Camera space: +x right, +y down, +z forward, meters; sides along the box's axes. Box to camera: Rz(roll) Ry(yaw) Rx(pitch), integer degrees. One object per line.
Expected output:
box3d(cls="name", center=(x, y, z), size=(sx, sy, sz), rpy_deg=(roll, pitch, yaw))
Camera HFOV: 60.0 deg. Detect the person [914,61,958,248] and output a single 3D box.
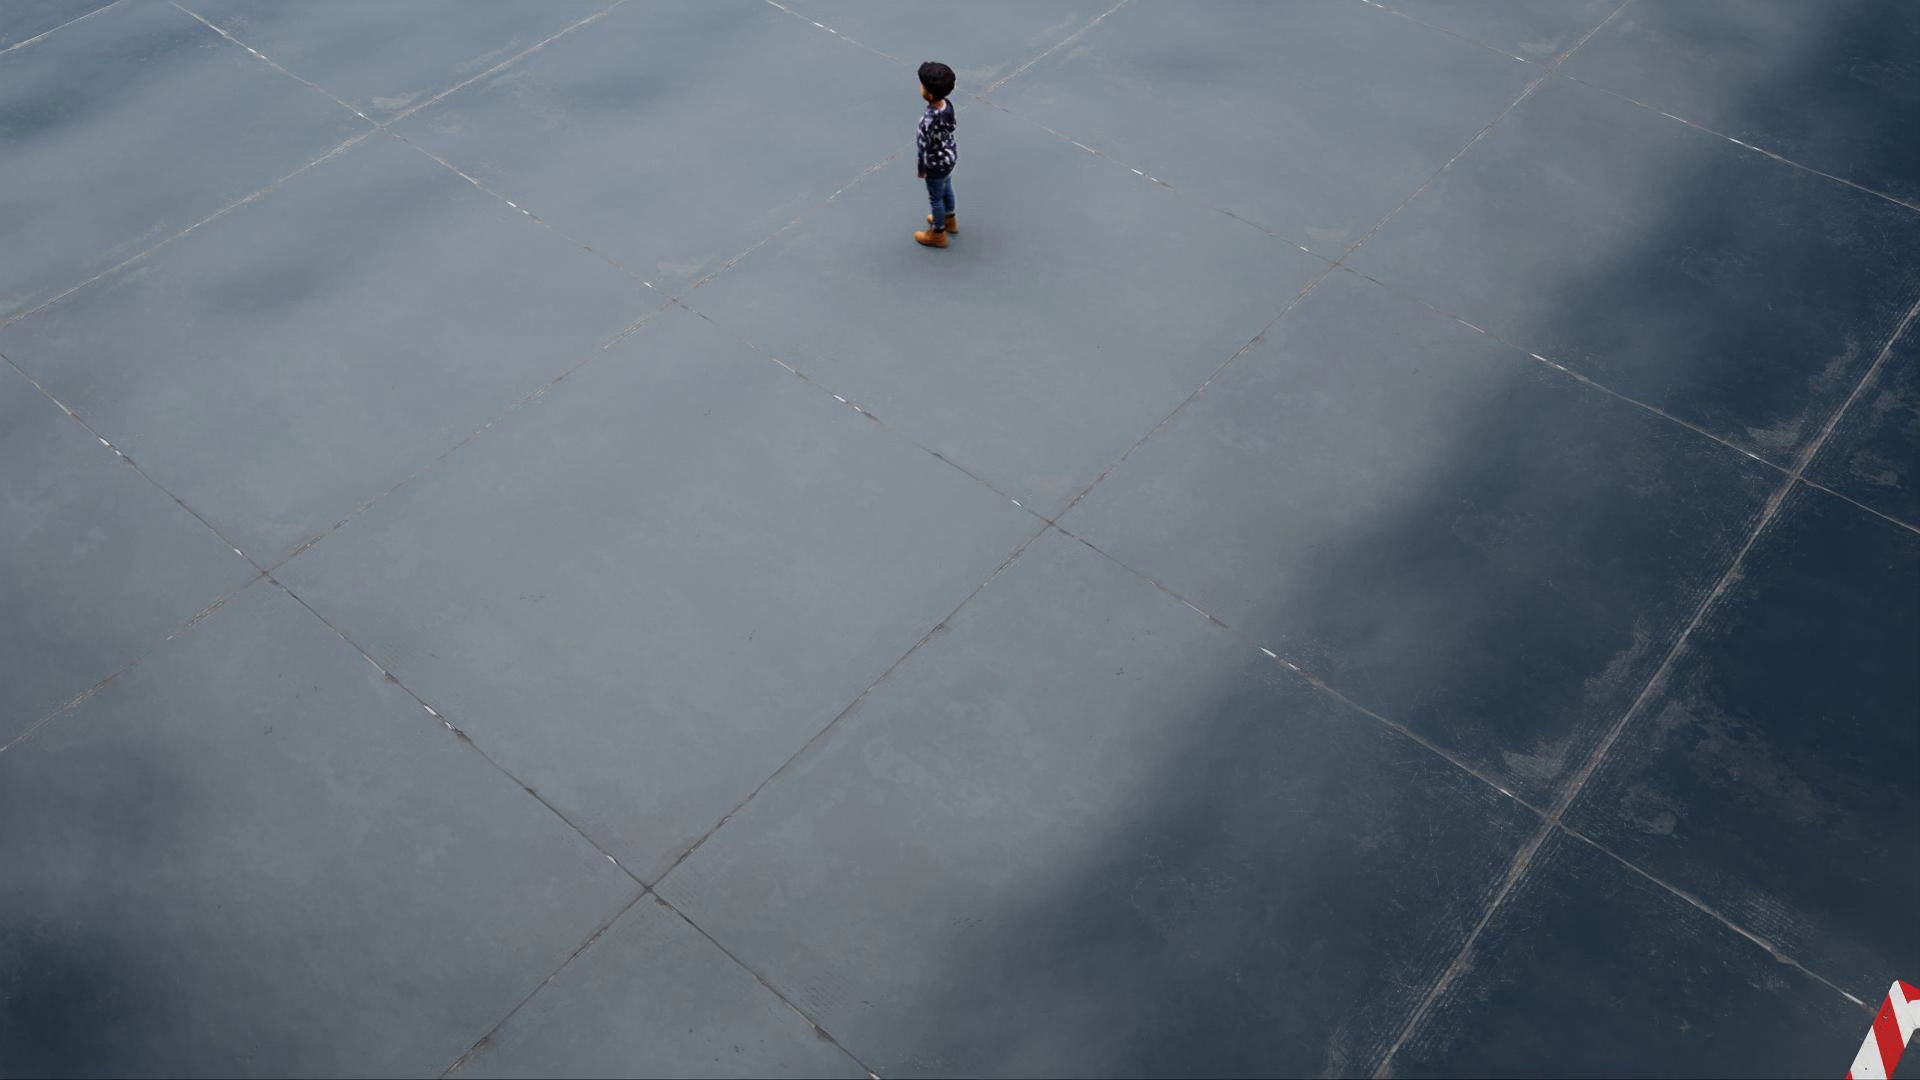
box3d(cls="person", center=(-0.140, -2.425, 10.458), size=(0.533, 1.247, 0.532), rpy_deg=(19, 50, 17))
